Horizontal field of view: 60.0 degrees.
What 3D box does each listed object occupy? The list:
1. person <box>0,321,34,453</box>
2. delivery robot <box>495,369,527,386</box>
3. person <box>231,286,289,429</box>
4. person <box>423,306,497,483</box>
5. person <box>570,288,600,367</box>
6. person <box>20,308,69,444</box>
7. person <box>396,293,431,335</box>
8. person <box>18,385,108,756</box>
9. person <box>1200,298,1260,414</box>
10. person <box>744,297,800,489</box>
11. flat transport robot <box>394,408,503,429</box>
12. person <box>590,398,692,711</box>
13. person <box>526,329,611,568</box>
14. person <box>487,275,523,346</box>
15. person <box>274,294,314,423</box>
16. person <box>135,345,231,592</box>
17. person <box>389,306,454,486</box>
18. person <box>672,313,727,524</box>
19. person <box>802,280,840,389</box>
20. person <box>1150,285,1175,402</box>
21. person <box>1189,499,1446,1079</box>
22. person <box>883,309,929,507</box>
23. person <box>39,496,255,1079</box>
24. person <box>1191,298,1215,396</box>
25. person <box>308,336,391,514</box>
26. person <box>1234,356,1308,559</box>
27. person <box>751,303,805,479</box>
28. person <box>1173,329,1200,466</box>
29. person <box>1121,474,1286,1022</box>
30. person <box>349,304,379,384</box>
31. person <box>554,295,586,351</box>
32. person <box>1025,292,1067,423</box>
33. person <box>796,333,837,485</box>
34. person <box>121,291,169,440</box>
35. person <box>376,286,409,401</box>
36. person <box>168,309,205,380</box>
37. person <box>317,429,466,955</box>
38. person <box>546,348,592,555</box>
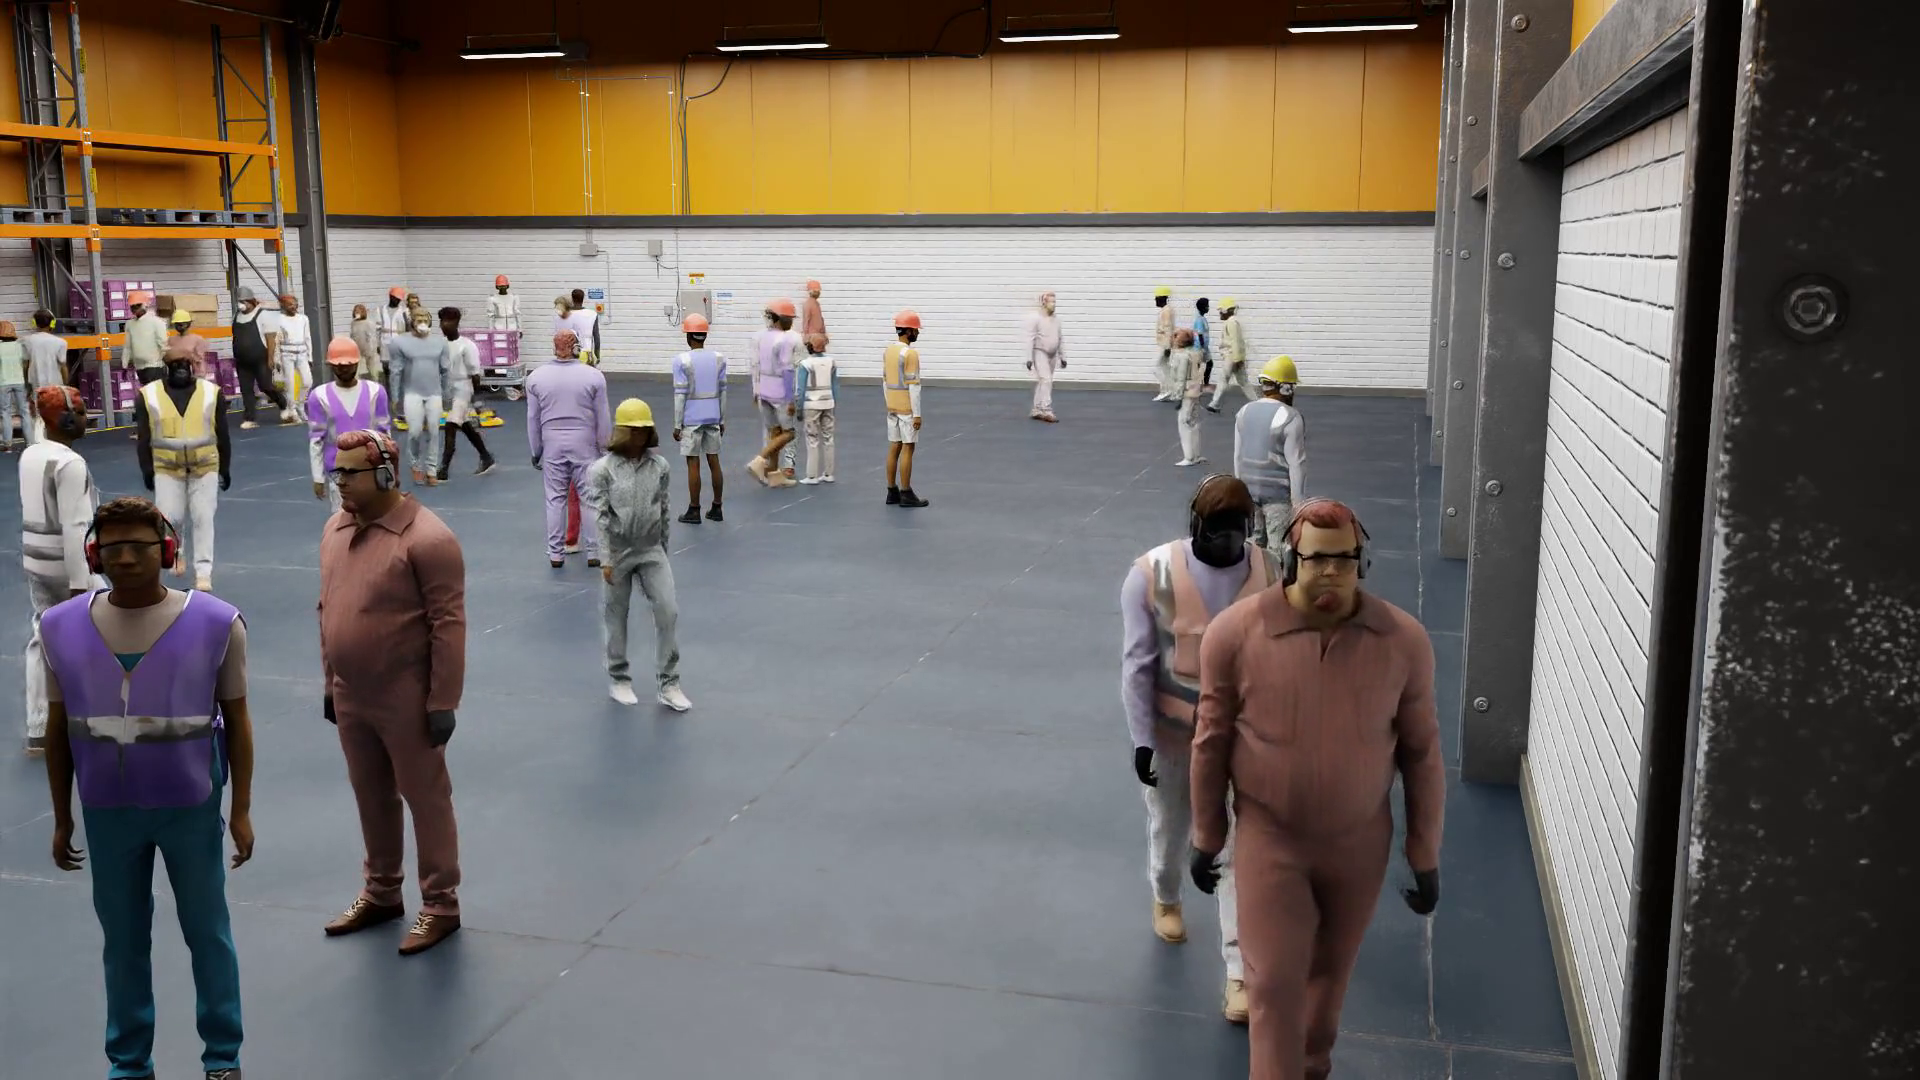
[{"bbox_3d":[-11.793,-1.902,20.672,0.503,1.633,0.280,-8,13,-37],"label":"person"},{"bbox_3d":[-7.962,-2.899,29.105,0.707,0.478,0.477,-5,11,-27],"label":"delivery robot"},{"bbox_3d":[-9.950,-2.611,23.533,0.688,2.000,0.767,2,10,11],"label":"person"},{"bbox_3d":[-5.489,-1.607,18.227,0.598,1.920,1.050,8,13,37],"label":"person"},{"bbox_3d":[-5.731,-2.830,25.128,0.595,1.918,0.372,-3,10,-16],"label":"person"},{"bbox_3d":[-10.583,-1.756,19.249,0.522,1.849,0.735,-3,11,-18],"label":"person"},{"bbox_3d":[-8.425,-2.907,25.847,0.533,1.812,0.865,-6,12,-30],"label":"person"},{"bbox_3d":[-4.431,0.137,8.487,0.600,1.853,0.824,7,12,35],"label":"person"},{"bbox_3d":[4.178,-2.777,25.242,0.949,1.779,0.633,3,10,17],"label":"person"},{"bbox_3d":[-1.944,-1.509,17.330,0.634,2.021,0.641,-6,12,-31],"label":"person"},{"bbox_3d":[-7.241,-1.726,23.535,1.431,0.197,0.652,-4,11,-21],"label":"flat transport robot"},{"bbox_3d":[-1.760,0.092,9.109,0.484,1.721,0.711,-6,12,-33],"label":"person"},{"bbox_3d":[-3.100,-0.727,13.262,0.648,1.900,0.401,0,10,-3],"label":"person"},{"bbox_3d":[-8.529,-3.956,31.206,0.625,2.026,0.408,-5,11,-24],"label":"person"},{"bbox_3d":[-9.607,-2.609,23.990,0.419,1.869,0.609,9,13,41],"label":"person"},{"bbox_3d":[-5.755,-0.535,12.377,0.629,1.831,0.532,-5,11,-25],"label":"person"},{"bbox_3d":[-5.696,-1.513,17.653,0.662,1.920,0.463,-6,12,-31],"label":"person"},{"bbox_3d":[-2.413,-1.116,15.359,0.545,1.938,0.355,-8,13,-39],"label":"person"},{"bbox_3d":[-2.667,-3.681,29.843,0.996,1.958,0.605,2,10,11],"label":"person"},{"bbox_3d":[3.313,-3.215,27.303,0.503,1.908,0.622,1,10,3],"label":"person"},{"bbox_3d":[0.976,0.841,4.440,0.673,1.872,0.878,0,10,-1],"label":"person"},{"bbox_3d":[-0.527,-1.292,16.359,0.374,1.935,0.552,-6,12,-32],"label":"person"},{"bbox_3d":[-2.355,0.781,4.867,0.568,1.849,0.386,-2,10,-9],"label":"person"},{"bbox_3d":[4.181,-3.274,28.289,0.602,1.677,0.542,3,10,15],"label":"person"},{"bbox_3d":[-4.331,-0.494,11.895,0.587,1.909,0.729,-4,11,-24],"label":"person"},{"bbox_3d":[2.094,-0.310,11.102,0.404,1.827,0.600,-7,12,-33],"label":"person"},{"bbox_3d":[-2.007,-1.638,18.322,0.629,1.937,0.379,3,11,19],"label":"person"},{"bbox_3d":[2.653,-1.665,19.419,0.319,1.607,0.670,3,11,19],"label":"person"},{"bbox_3d":[0.858,0.647,5.800,0.612,1.801,0.956,0,10,2],"label":"person"},{"bbox_3d":[-10.156,-3.215,28.247,0.547,1.576,0.889,3,10,16],"label":"person"},{"bbox_3d":[-5.419,-2.447,23.099,0.652,1.874,1.052,7,12,35],"label":"person"},{"bbox_3d":[1.316,-2.656,24.246,0.798,1.874,0.673,9,14,42],"label":"person"},{"bbox_3d":[-1.543,-1.407,17.877,0.518,1.631,0.337,-9,13,-41],"label":"person"},{"bbox_3d":[-10.777,-2.274,21.830,0.664,1.958,0.884,4,11,20],"label":"person"},{"bbox_3d":[-9.360,-3.241,27.492,0.562,1.900,0.418,-2,10,-11],"label":"person"},{"bbox_3d":[-9.907,-2.068,21.297,0.527,1.751,0.512,1,10,5],"label":"person"},{"bbox_3d":[-2.093,0.546,6.037,0.651,1.906,0.401,6,11,29],"label":"person"},{"bbox_3d":[-3.098,-0.754,13.853,0.725,1.741,0.534,-4,11,-23],"label":"person"}]
